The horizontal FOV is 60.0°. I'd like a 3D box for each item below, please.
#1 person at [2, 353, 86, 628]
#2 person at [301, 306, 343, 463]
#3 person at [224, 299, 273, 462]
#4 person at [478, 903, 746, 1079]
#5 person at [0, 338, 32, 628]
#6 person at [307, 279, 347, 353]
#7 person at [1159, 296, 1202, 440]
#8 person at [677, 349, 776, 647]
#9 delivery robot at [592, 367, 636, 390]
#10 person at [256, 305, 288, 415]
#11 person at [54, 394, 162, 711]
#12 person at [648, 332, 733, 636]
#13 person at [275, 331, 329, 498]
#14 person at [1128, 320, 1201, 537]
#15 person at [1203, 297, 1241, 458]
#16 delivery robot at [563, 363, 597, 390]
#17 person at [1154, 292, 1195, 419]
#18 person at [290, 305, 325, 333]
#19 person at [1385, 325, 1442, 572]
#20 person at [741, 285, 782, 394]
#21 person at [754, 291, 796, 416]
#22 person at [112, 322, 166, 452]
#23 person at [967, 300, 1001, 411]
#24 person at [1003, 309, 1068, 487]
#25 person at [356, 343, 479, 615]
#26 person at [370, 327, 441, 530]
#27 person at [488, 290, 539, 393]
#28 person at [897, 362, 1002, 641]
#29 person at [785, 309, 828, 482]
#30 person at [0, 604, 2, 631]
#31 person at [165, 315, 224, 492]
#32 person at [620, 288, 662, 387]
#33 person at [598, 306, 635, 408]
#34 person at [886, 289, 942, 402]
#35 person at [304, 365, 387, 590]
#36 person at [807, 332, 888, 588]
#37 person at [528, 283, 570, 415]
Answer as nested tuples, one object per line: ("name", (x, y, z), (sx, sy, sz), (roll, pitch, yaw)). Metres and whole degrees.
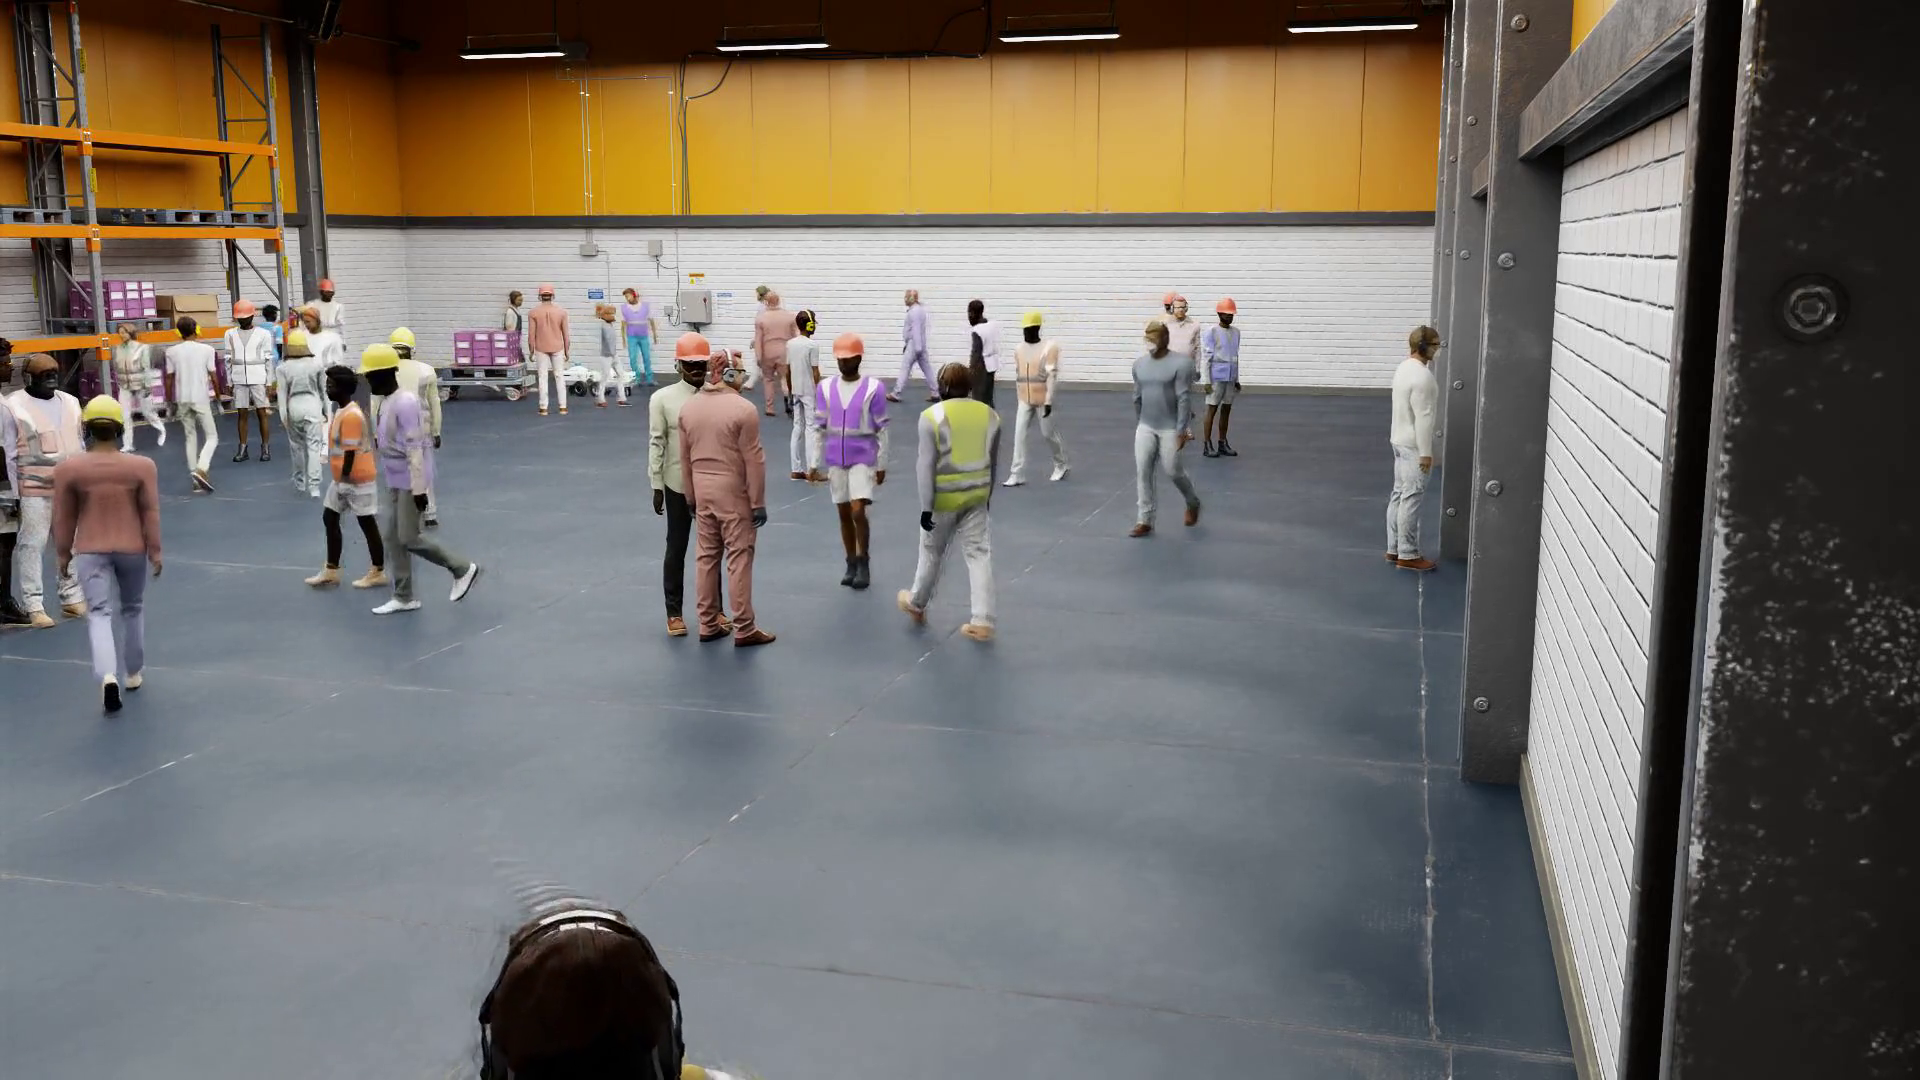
("person", (-6.155, -0.340, 11.244), (0.429, 1.839, 0.634), (5, 11, 26))
("person", (-7.607, -1.868, 19.851), (0.576, 1.866, 0.770), (1, 10, 7))
("person", (-8.446, -1.889, 19.763), (0.542, 1.930, 0.367), (-2, 10, -9))
("person", (-0.475, 1.286, 2.097), (0.634, 1.822, 0.714), (-4, 11, -21))
("person", (-6.445, -0.391, 11.174), (0.361, 1.965, 0.613), (-7, 12, -35))
("person", (-10.417, -3.284, 27.425), (0.635, 2.007, 0.761), (-8, 13, -38))
("person", (2.881, -2.265, 21.986), (0.646, 1.903, 0.401), (-2, 10, -10))
("person", (-1.486, -0.269, 10.668), (0.640, 1.904, 0.401), (7, 12, 34))
("delivery robot", (-5.882, -2.754, 28.283), (0.707, 0.478, 0.477), (1, 10, 4))
("person", (-10.462, -2.739, 25.330), (0.533, 1.658, 0.776), (2, 10, 13))
("person", (-4.737, 0.058, 9.277), (0.529, 1.734, 0.816), (-5, 11, -27))
("person", (-1.741, -0.371, 10.978), (0.622, 1.992, 0.395), (-6, 12, -30))
("person", (-6.738, -1.297, 17.083), (0.491, 1.694, 0.918), (-4, 11, -20))
("person", (1.826, -0.998, 14.777), (0.631, 1.915, 0.798), (8, 12, 37))
("person", (3.201, -1.967, 20.181), (0.550, 1.935, 0.376), (-6, 12, -32))
("delivery robot", (-6.560, -2.806, 28.579), (0.707, 0.478, 0.477), (6, 12, 31))
("person", (3.070, -2.668, 24.310), (0.970, 1.887, 0.560), (-5, 11, -25))
("person", (-9.235, -2.486, 23.725), (0.525, 1.719, 0.913), (0, 10, -1))
("person", (3.587, -0.725, 13.146), (0.352, 1.937, 0.635), (0, 10, -2))
("person", (-3.391, -3.464, 28.817), (1.021, 1.885, 0.647), (0, 10, 0))
("person", (-2.756, -2.779, 24.910), (0.660, 1.889, 0.626), (-3, 11, -18))
("person", (-10.292, -1.920, 20.807), (0.512, 1.619, 0.690), (1, 10, 5))
("person", (0.327, -2.121, 21.284), (0.375, 1.866, 0.692), (4, 11, 20))
("person", (0.832, -1.543, 17.914), (0.585, 1.891, 0.955), (7, 12, 34))
("person", (-3.792, -0.425, 11.560), (0.685, 1.897, 0.613), (-7, 12, -33))
("person", (-4.969, -0.990, 14.947), (0.600, 1.830, 0.404), (-3, 11, -18))
("person", (-7.846, -3.453, 28.994), (0.879, 1.812, 0.530), (-1, 10, -6))
("person", (-0.064, -0.273, 10.982), (0.659, 1.790, 0.954), (-6, 12, -29))
("person", (-1.679, -1.568, 18.109), (0.521, 1.873, 0.336), (9, 14, 42))
("person", (-6.705, -0.276, 11.074), (0.956, 1.778, 0.594), (9, 13, 41))
("person", (-7.982, -1.403, 17.262), (0.528, 1.840, 0.559), (-1, 10, -4))
("person", (-5.774, -3.664, 30.162), (0.736, 1.804, 0.405), (-2, 10, -11))
("person", (-5.451, -2.883, 26.311), (0.695, 1.607, 0.508), (0, 10, 2))
("person", (-0.753, -3.182, 27.294), (1.002, 1.857, 0.639), (2, 10, 9))
("person", (-4.606, -0.445, 12.280), (0.689, 1.670, 0.553), (-6, 12, -29))
("person", (-0.846, -0.585, 12.418), (0.553, 1.917, 0.589), (3, 10, 17))
("person", (-6.255, -2.898, 25.298), (0.623, 1.989, 0.400), (-4, 11, -22))
